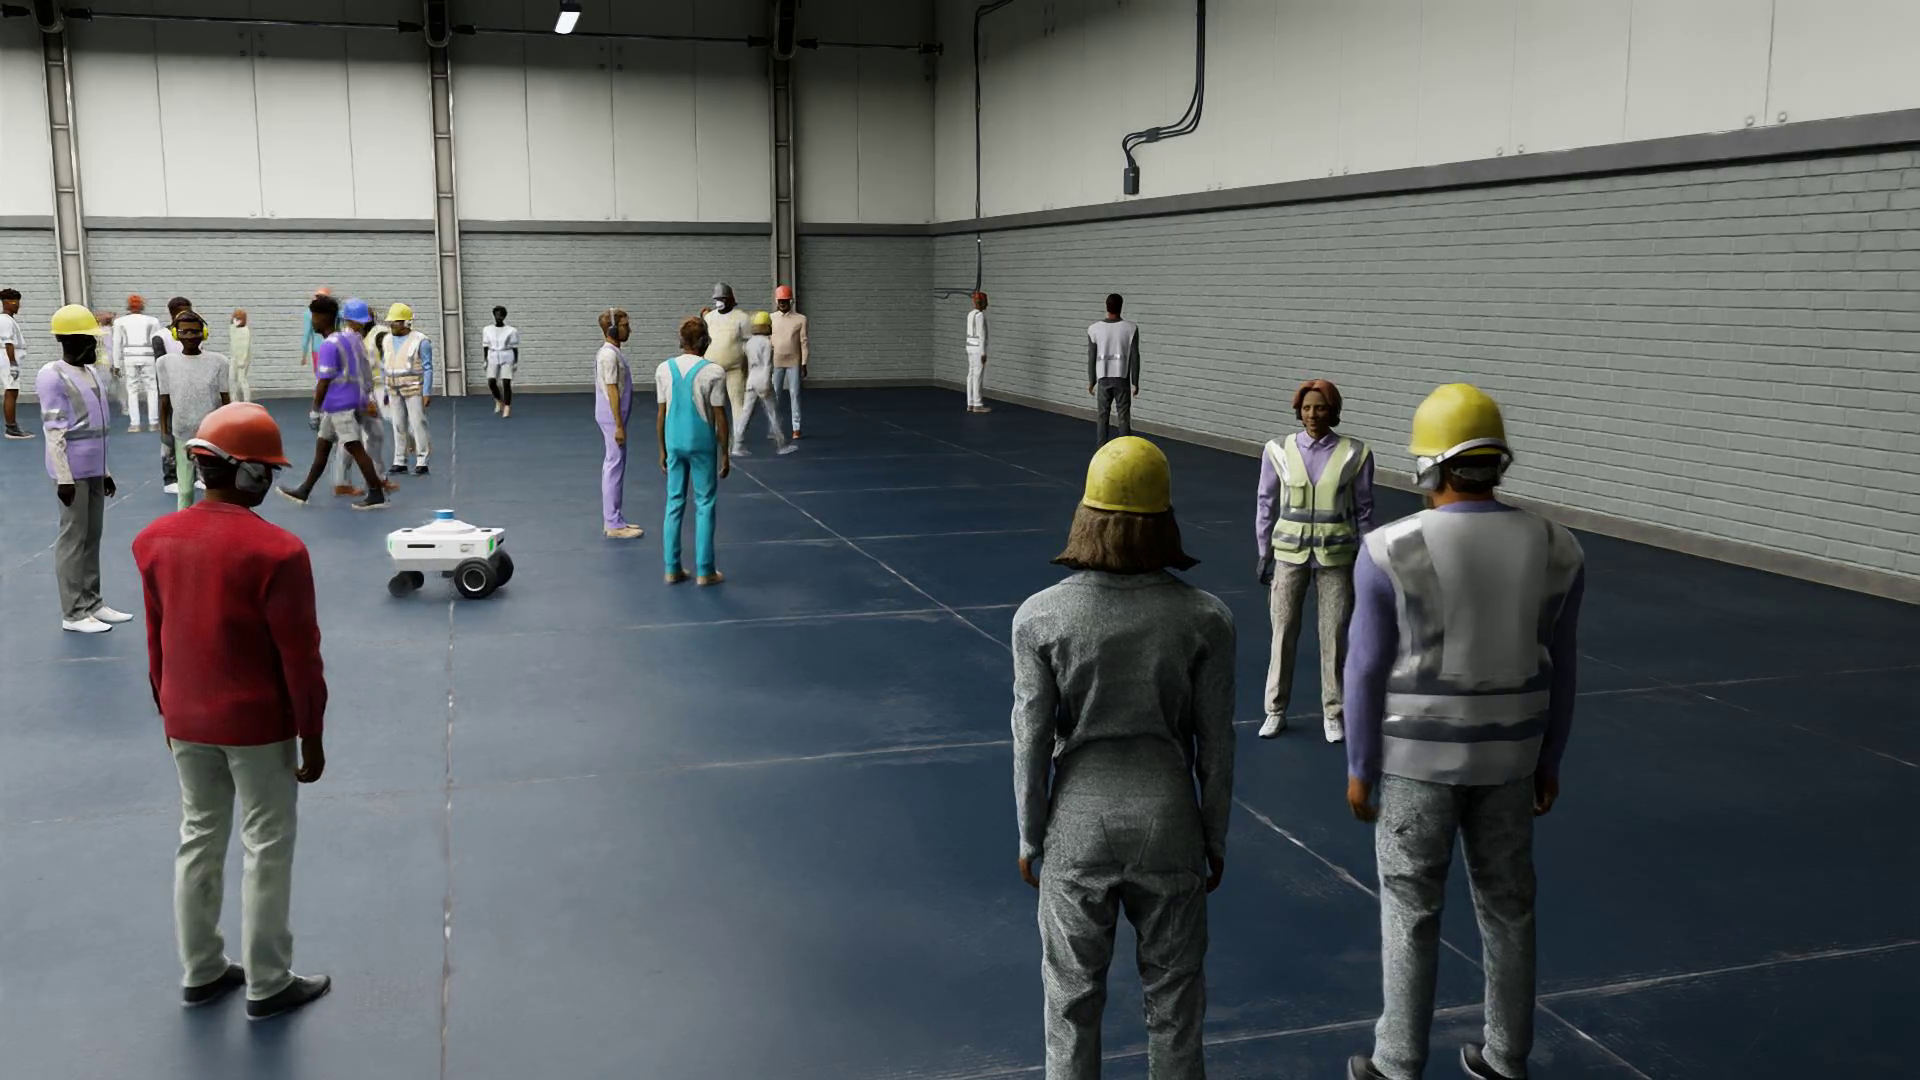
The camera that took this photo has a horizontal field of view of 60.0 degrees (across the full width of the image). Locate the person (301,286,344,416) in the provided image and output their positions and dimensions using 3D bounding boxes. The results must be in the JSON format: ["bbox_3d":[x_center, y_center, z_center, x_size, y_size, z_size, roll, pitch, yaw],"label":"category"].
[{"bbox_3d":[-9.685,-2.869,25.316,0.421,1.990,0.664,8,12,42],"label":"person"}]

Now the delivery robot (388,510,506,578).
[{"bbox_3d":[-3.379,0.043,10.959,0.707,0.478,0.477,0,9,-1],"label":"delivery robot"}]

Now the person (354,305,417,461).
[{"bbox_3d":[-6.639,-1.817,19.188,0.646,1.803,0.798,6,11,35],"label":"person"}]

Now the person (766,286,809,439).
[{"bbox_3d":[-2.276,-2.306,21.668,0.613,1.994,0.381,1,9,3],"label":"person"}]

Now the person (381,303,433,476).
[{"bbox_3d":[-5.858,-1.582,17.568,0.598,1.828,0.403,3,9,19],"label":"person"}]

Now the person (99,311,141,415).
[{"bbox_3d":[-12.959,-2.673,25.238,0.767,1.613,0.526,-4,10,-23],"label":"person"}]

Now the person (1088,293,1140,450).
[{"bbox_3d":[1.727,-1.803,18.697,0.587,1.920,0.390,2,9,12],"label":"person"}]

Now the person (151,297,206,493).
[{"bbox_3d":[-7.611,-1.412,16.235,0.387,1.912,0.590,3,9,16],"label":"person"}]

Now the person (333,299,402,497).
[{"bbox_3d":[-5.661,-1.334,15.798,0.754,1.894,0.635,-2,9,-12],"label":"person"}]

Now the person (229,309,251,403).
[{"bbox_3d":[-11.569,-2.898,26.679,0.573,1.593,0.479,5,10,27],"label":"person"}]

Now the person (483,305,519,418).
[{"bbox_3d":[-6.895,-2.676,24.978,0.544,1.687,0.356,0,9,-1],"label":"person"}]

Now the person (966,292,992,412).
[{"bbox_3d":[0.281,-2.952,26.150,0.357,1.881,0.574,-3,9,-19],"label":"person"}]

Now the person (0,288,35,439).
[{"bbox_3d":[-12.418,-2.307,21.787,0.377,1.958,0.600,-6,11,-33],"label":"person"}]

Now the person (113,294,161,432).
[{"bbox_3d":[-11.196,-2.401,22.653,0.596,1.877,0.377,-4,10,-22],"label":"person"}]

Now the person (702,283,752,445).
[{"bbox_3d":[-2.967,-2.211,20.914,0.682,2.000,0.536,3,9,17],"label":"person"}]

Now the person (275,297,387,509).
[{"bbox_3d":[-5.691,-1.214,14.960,1.031,1.904,0.625,-1,9,-9],"label":"person"}]

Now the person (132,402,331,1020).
[{"bbox_3d":[-2.019,0.482,4.700,0.574,1.738,0.355,3,9,18],"label":"person"}]

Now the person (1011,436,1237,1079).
[{"bbox_3d":[0.355,0.643,3.655,0.487,1.744,0.296,0,9,1],"label":"person"}]

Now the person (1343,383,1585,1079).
[{"bbox_3d":[1.233,0.527,4.154,0.591,1.825,0.404,-1,9,-9],"label":"person"}]

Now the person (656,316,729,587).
[{"bbox_3d":[-1.808,-0.593,11.254,0.523,1.834,0.339,3,9,16],"label":"person"}]

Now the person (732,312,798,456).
[{"bbox_3d":[-2.345,-1.839,19.627,0.897,1.691,0.503,-9,12,-44],"label":"person"}]

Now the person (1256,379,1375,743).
[{"bbox_3d":[1.590,0.095,7.476,0.517,1.639,0.314,3,9,17],"label":"person"}]

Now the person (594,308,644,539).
[{"bbox_3d":[-2.756,-0.933,13.382,0.345,1.847,0.508,-2,9,-15],"label":"person"}]

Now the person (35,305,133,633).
[{"bbox_3d":[-5.196,-0.422,9.858,0.369,1.928,0.585,-1,9,-5],"label":"person"}]

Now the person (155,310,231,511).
[{"bbox_3d":[-5.506,-0.726,12.020,0.510,1.863,0.326,-4,10,-23],"label":"person"}]
